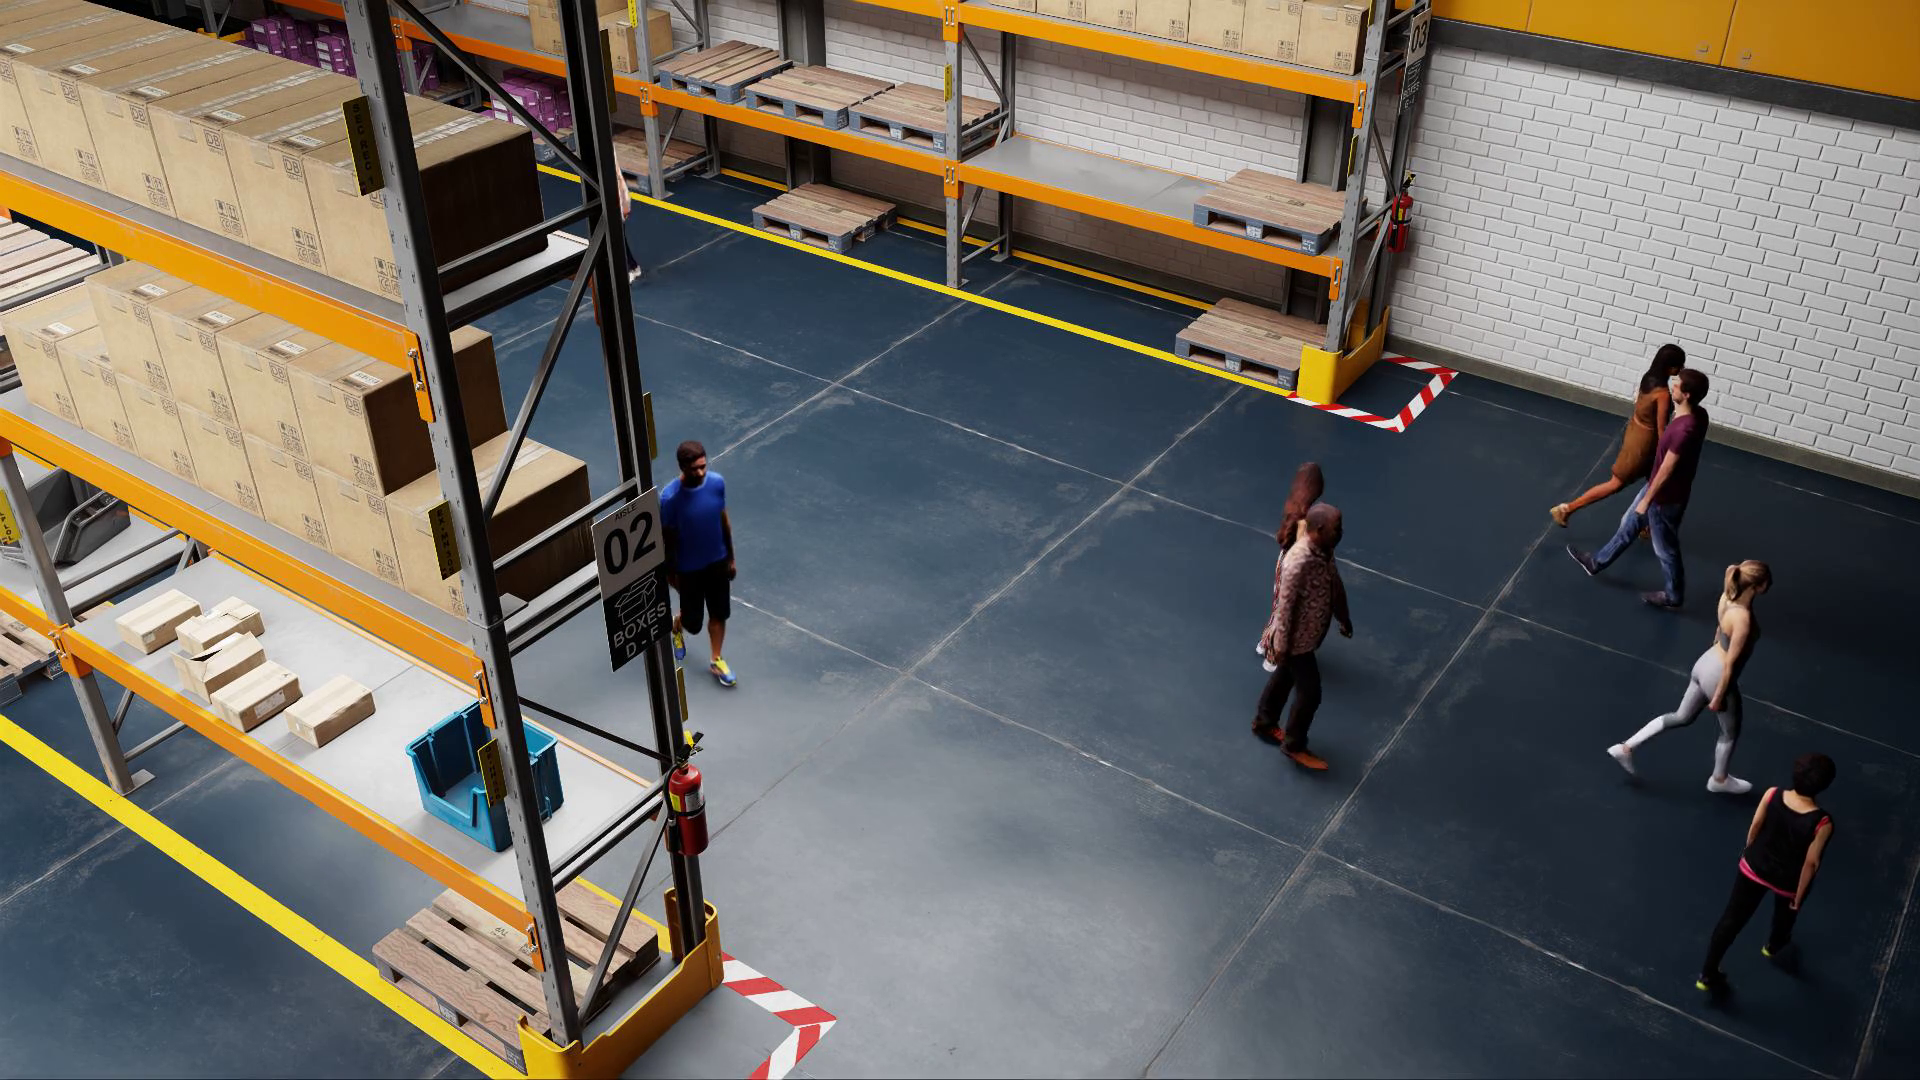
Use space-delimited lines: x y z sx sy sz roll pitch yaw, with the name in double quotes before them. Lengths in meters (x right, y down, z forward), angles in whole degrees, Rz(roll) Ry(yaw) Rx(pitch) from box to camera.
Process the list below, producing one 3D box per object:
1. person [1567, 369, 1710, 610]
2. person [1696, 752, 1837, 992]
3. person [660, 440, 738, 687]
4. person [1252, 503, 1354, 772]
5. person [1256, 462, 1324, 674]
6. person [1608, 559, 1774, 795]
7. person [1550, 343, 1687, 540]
"person" 4.993 -0.303 11.545 1.121 1.809 0.755 17 37 23
"person" 4.221 1.765 8.702 0.790 1.513 1.016 -24 41 -32
"person" -1.740 0.101 10.899 0.765 1.852 0.929 -23 40 -30
"person" 2.023 0.530 10.313 0.816 1.786 0.717 20 38 27
"person" 2.205 0.188 11.050 0.683 1.540 0.685 14 36 20
"person" 4.433 0.833 9.962 1.176 1.671 0.943 3 34 4
"person" 4.923 -0.673 12.246 1.182 1.649 0.885 5 34 8
